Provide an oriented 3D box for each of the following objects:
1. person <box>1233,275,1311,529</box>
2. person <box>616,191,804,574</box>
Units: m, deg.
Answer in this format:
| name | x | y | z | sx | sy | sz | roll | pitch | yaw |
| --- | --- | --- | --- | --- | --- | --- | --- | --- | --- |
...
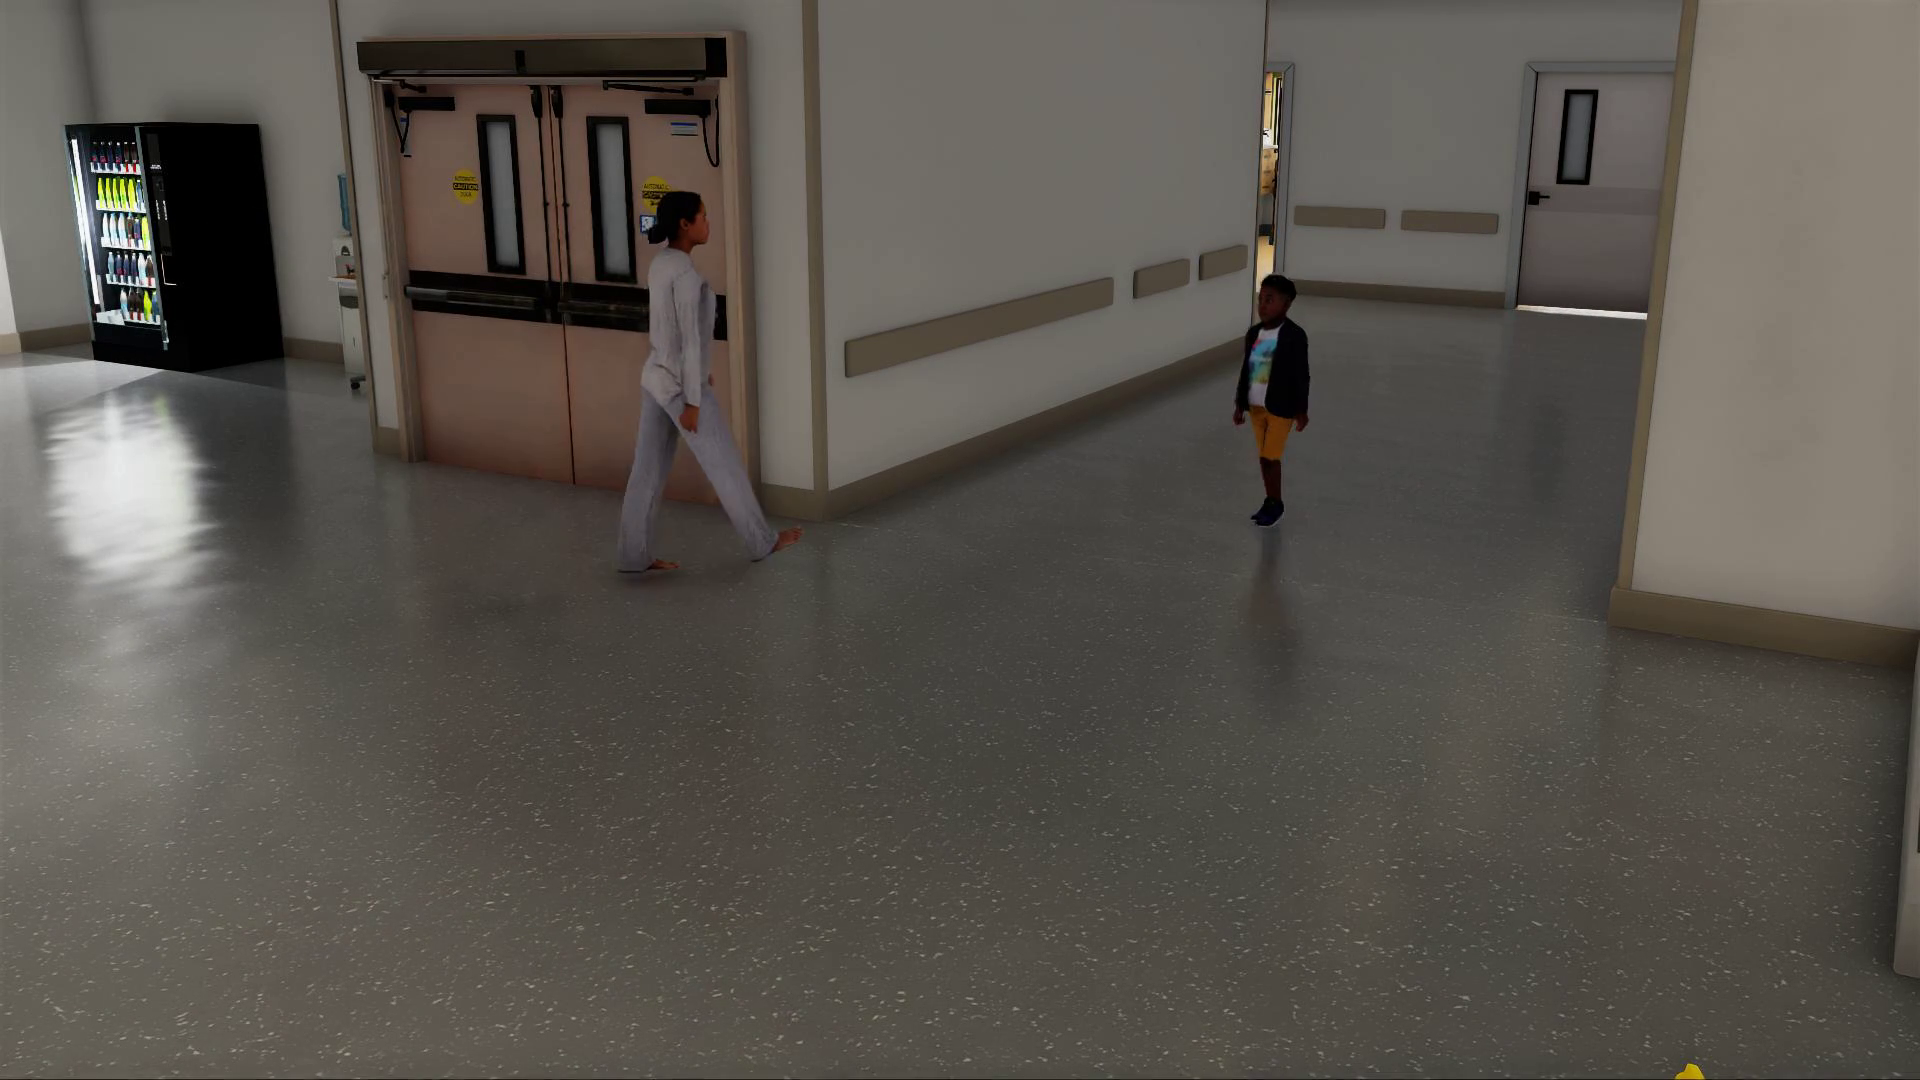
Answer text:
| name | x | y | z | sx | sy | sz | roll | pitch | yaw |
| --- | --- | --- | --- | --- | --- | --- | --- | --- | --- |
| person | 1.616 | -0.702 | 8.363 | 0.650 | 1.261 | 0.539 | -14 | 21 | -41 |
| person | -1.325 | -0.651 | 7.383 | 1.066 | 1.695 | 1.130 | -9 | 18 | -29 |
